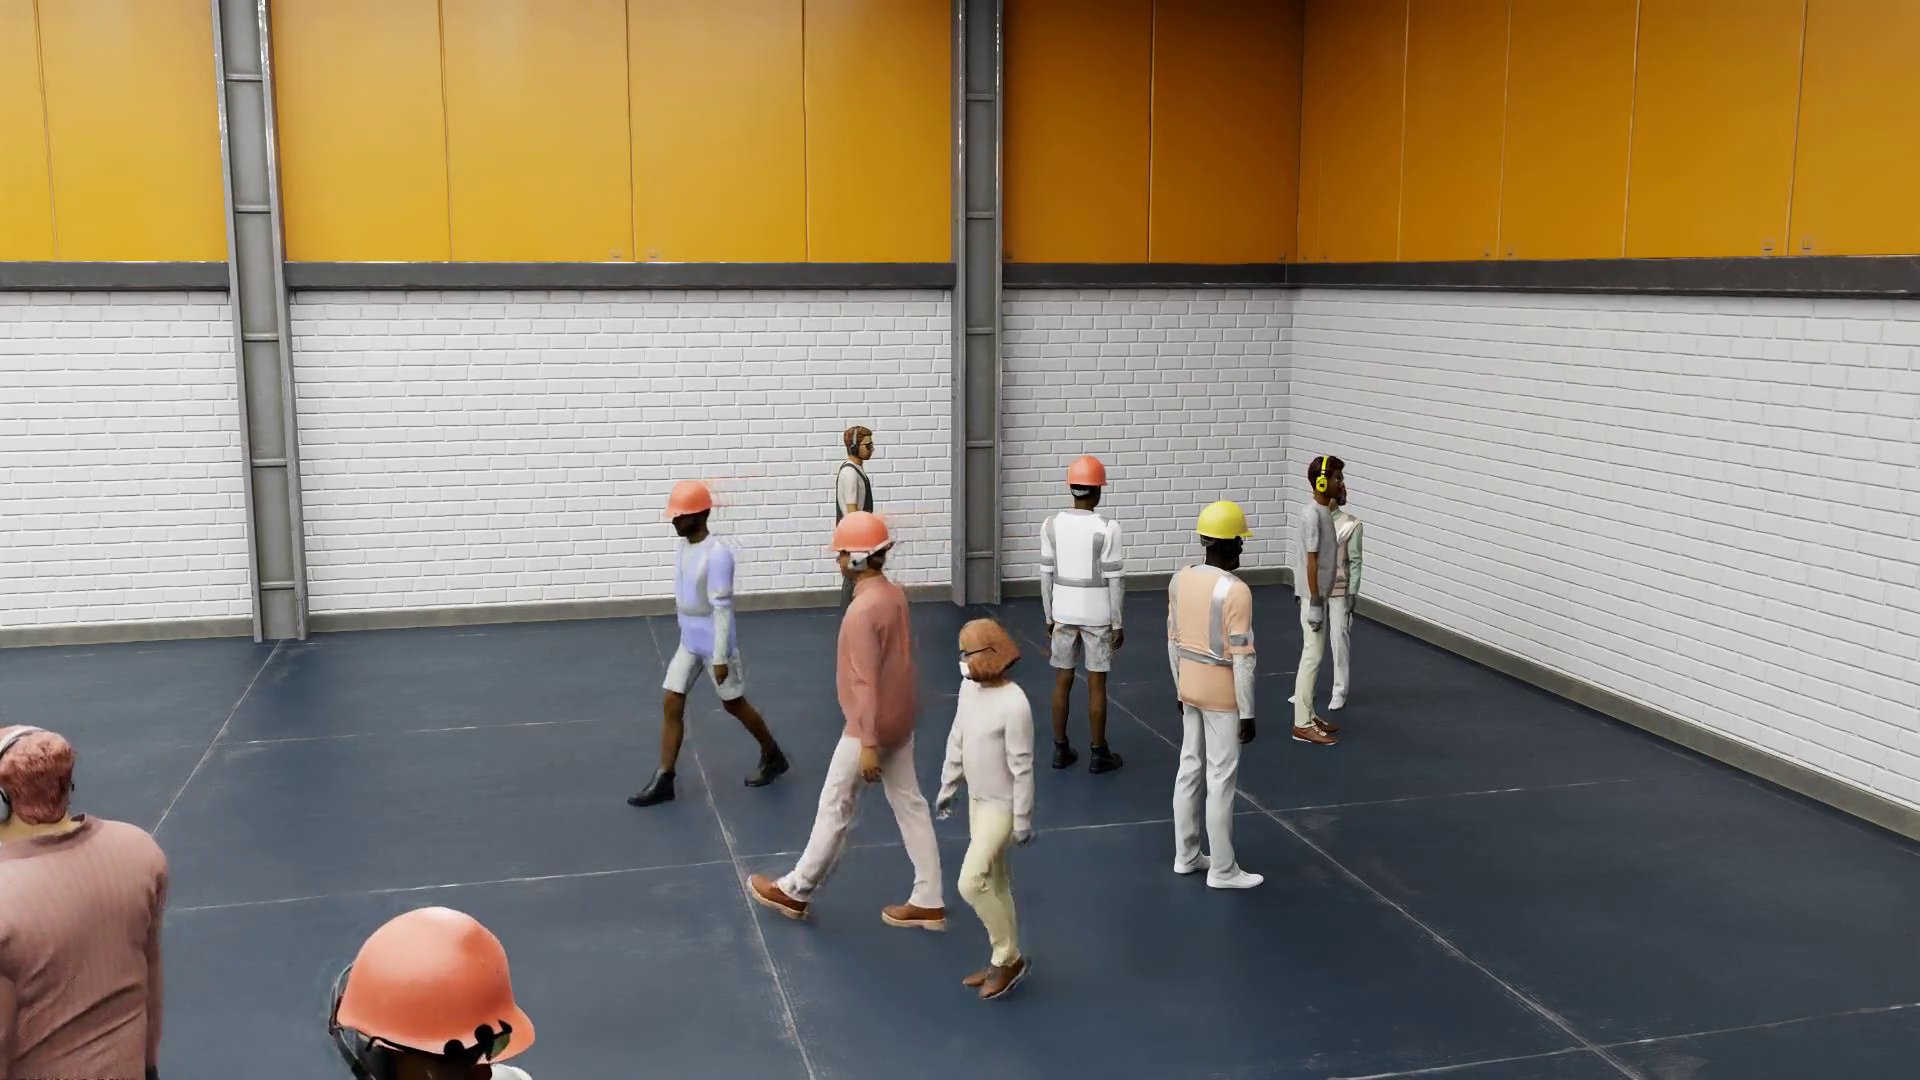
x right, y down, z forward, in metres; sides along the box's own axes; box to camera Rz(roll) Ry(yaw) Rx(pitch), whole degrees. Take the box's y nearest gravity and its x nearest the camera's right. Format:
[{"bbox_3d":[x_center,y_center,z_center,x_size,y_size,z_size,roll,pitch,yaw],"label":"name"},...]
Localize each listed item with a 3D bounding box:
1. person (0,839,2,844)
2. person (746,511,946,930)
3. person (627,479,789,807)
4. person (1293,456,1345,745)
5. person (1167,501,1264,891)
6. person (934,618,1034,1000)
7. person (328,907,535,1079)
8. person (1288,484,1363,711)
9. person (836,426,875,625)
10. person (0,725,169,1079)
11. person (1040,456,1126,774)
[{"bbox_3d":[-2.707,1.359,4.626,0.660,1.892,0.447,9,12,43],"label":"person"},{"bbox_3d":[-0.499,0.835,7.709,0.995,1.943,0.659,3,10,19],"label":"person"},{"bbox_3d":[-1.425,0.569,9.616,1.001,1.885,0.548,-8,12,-39],"label":"person"},{"bbox_3d":[2.342,0.380,10.815,0.315,1.866,0.533,3,9,16],"label":"person"},{"bbox_3d":[1.263,0.763,8.234,0.367,1.928,0.584,-6,11,-31],"label":"person"},{"bbox_3d":[0.107,1.124,6.976,0.405,1.612,0.497,-4,10,-23],"label":"person"},{"bbox_3d":[-0.875,1.586,2.800,0.469,2.024,0.602,4,10,23],"label":"person"},{"bbox_3d":[2.560,0.364,11.629,0.511,1.638,0.308,7,12,39],"label":"person"},{"bbox_3d":[-0.818,0.014,13.164,0.330,1.844,0.520,-1,9,-3],"label":"person"},{"bbox_3d":[-2.329,1.407,4.289,0.403,1.905,0.652,3,10,19],"label":"person"},{"bbox_3d":[0.760,0.455,10.133,0.546,1.935,0.366,5,10,28],"label":"person"}]
